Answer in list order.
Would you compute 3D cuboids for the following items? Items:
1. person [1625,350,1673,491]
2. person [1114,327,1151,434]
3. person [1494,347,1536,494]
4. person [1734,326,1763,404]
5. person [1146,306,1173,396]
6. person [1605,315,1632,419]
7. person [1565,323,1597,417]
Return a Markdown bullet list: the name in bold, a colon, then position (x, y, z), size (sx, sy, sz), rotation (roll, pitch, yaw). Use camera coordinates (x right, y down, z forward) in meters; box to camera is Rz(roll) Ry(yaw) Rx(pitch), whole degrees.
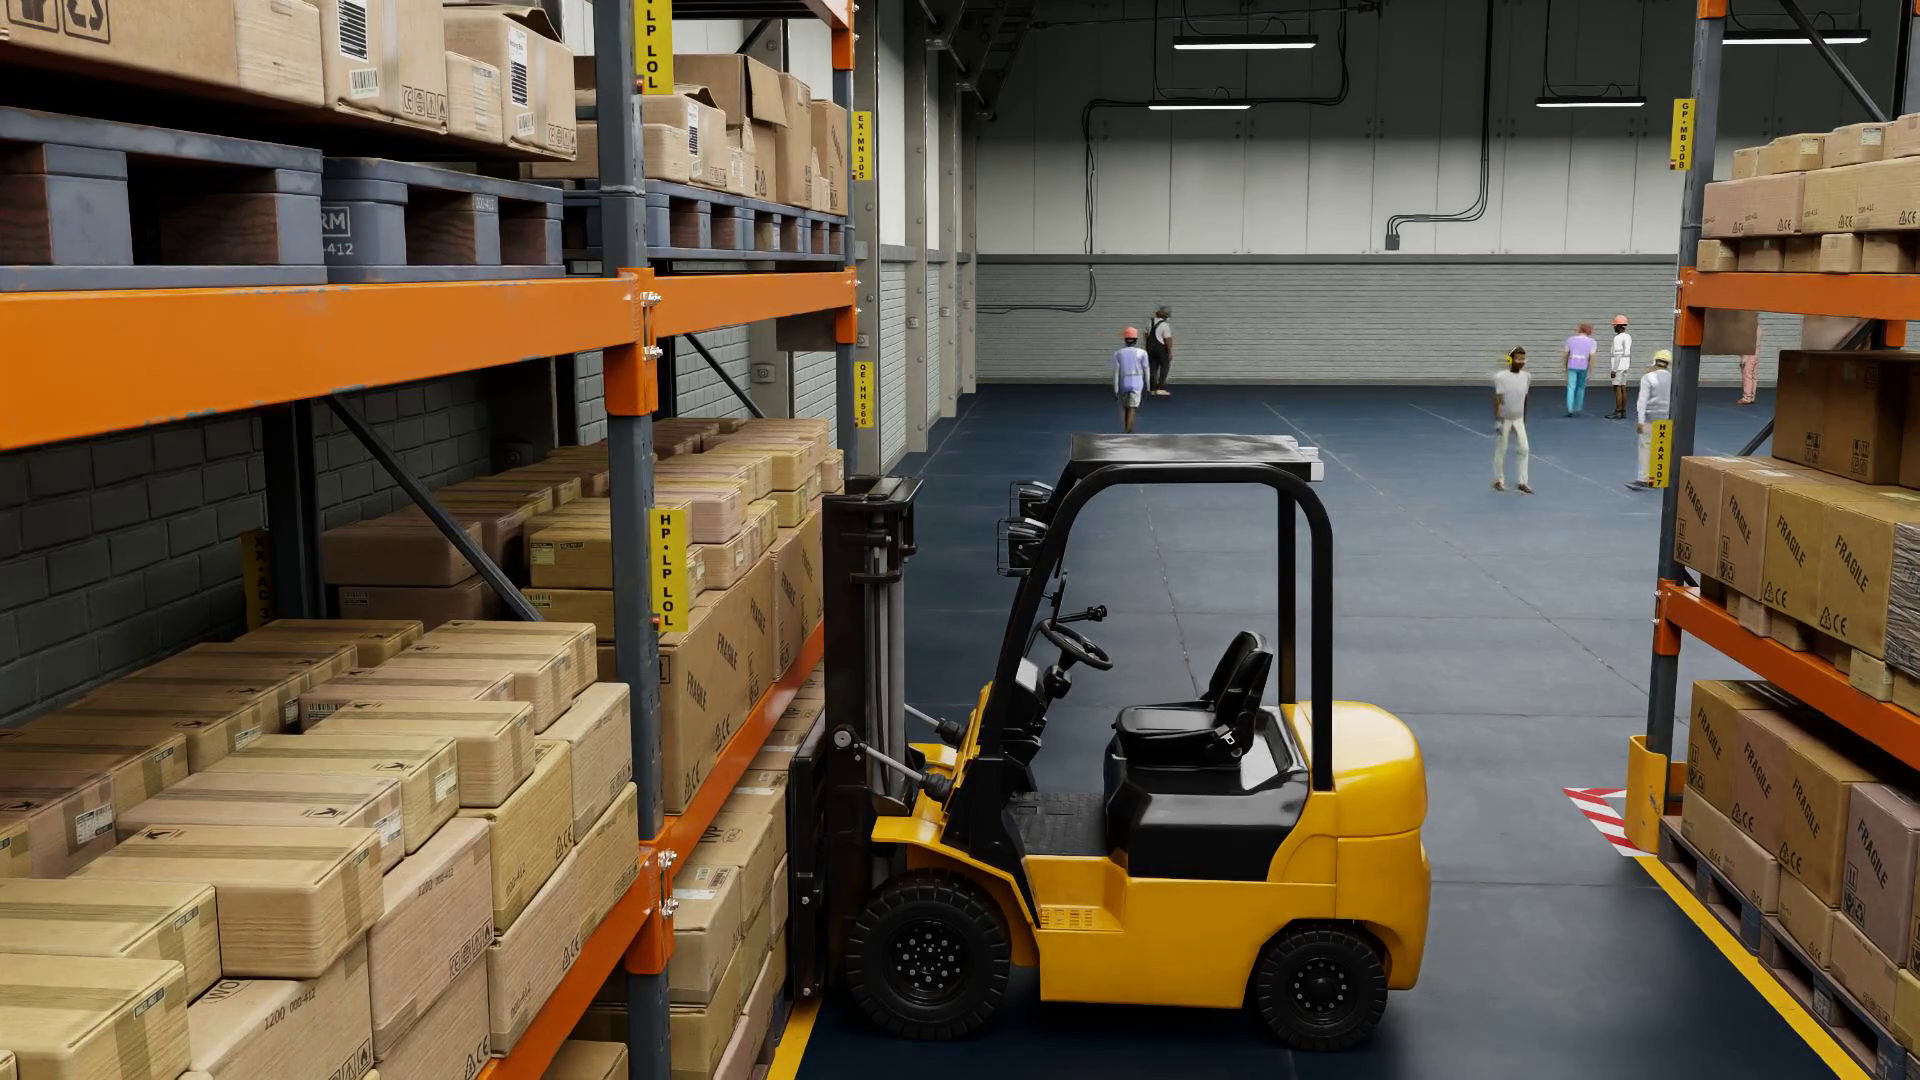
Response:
- **person**: position (8.893, -1.531, 21.294), size (0.715, 1.788, 0.456), rotation (-2, 10, -15)
- **person**: position (2.725, -2.457, 26.623), size (0.549, 1.893, 1.003), rotation (4, 10, 24)
- **person**: position (6.959, -1.488, 20.873), size (0.516, 1.841, 0.806), rotation (-1, 9, -8)
- **person**: position (16.300, -3.757, 34.410), size (0.636, 1.911, 0.404), rotation (-9, 13, -44)
- **person**: position (4.449, -4.218, 36.803), size (0.537, 2.000, 0.748), rotation (-7, 12, -38)
- **person**: position (12.303, -3.224, 31.093), size (0.373, 1.934, 0.551), rotation (8, 13, 42)
- **person**: position (11.782, -3.235, 31.632), size (0.581, 1.787, 0.992), rotation (4, 10, 25)
